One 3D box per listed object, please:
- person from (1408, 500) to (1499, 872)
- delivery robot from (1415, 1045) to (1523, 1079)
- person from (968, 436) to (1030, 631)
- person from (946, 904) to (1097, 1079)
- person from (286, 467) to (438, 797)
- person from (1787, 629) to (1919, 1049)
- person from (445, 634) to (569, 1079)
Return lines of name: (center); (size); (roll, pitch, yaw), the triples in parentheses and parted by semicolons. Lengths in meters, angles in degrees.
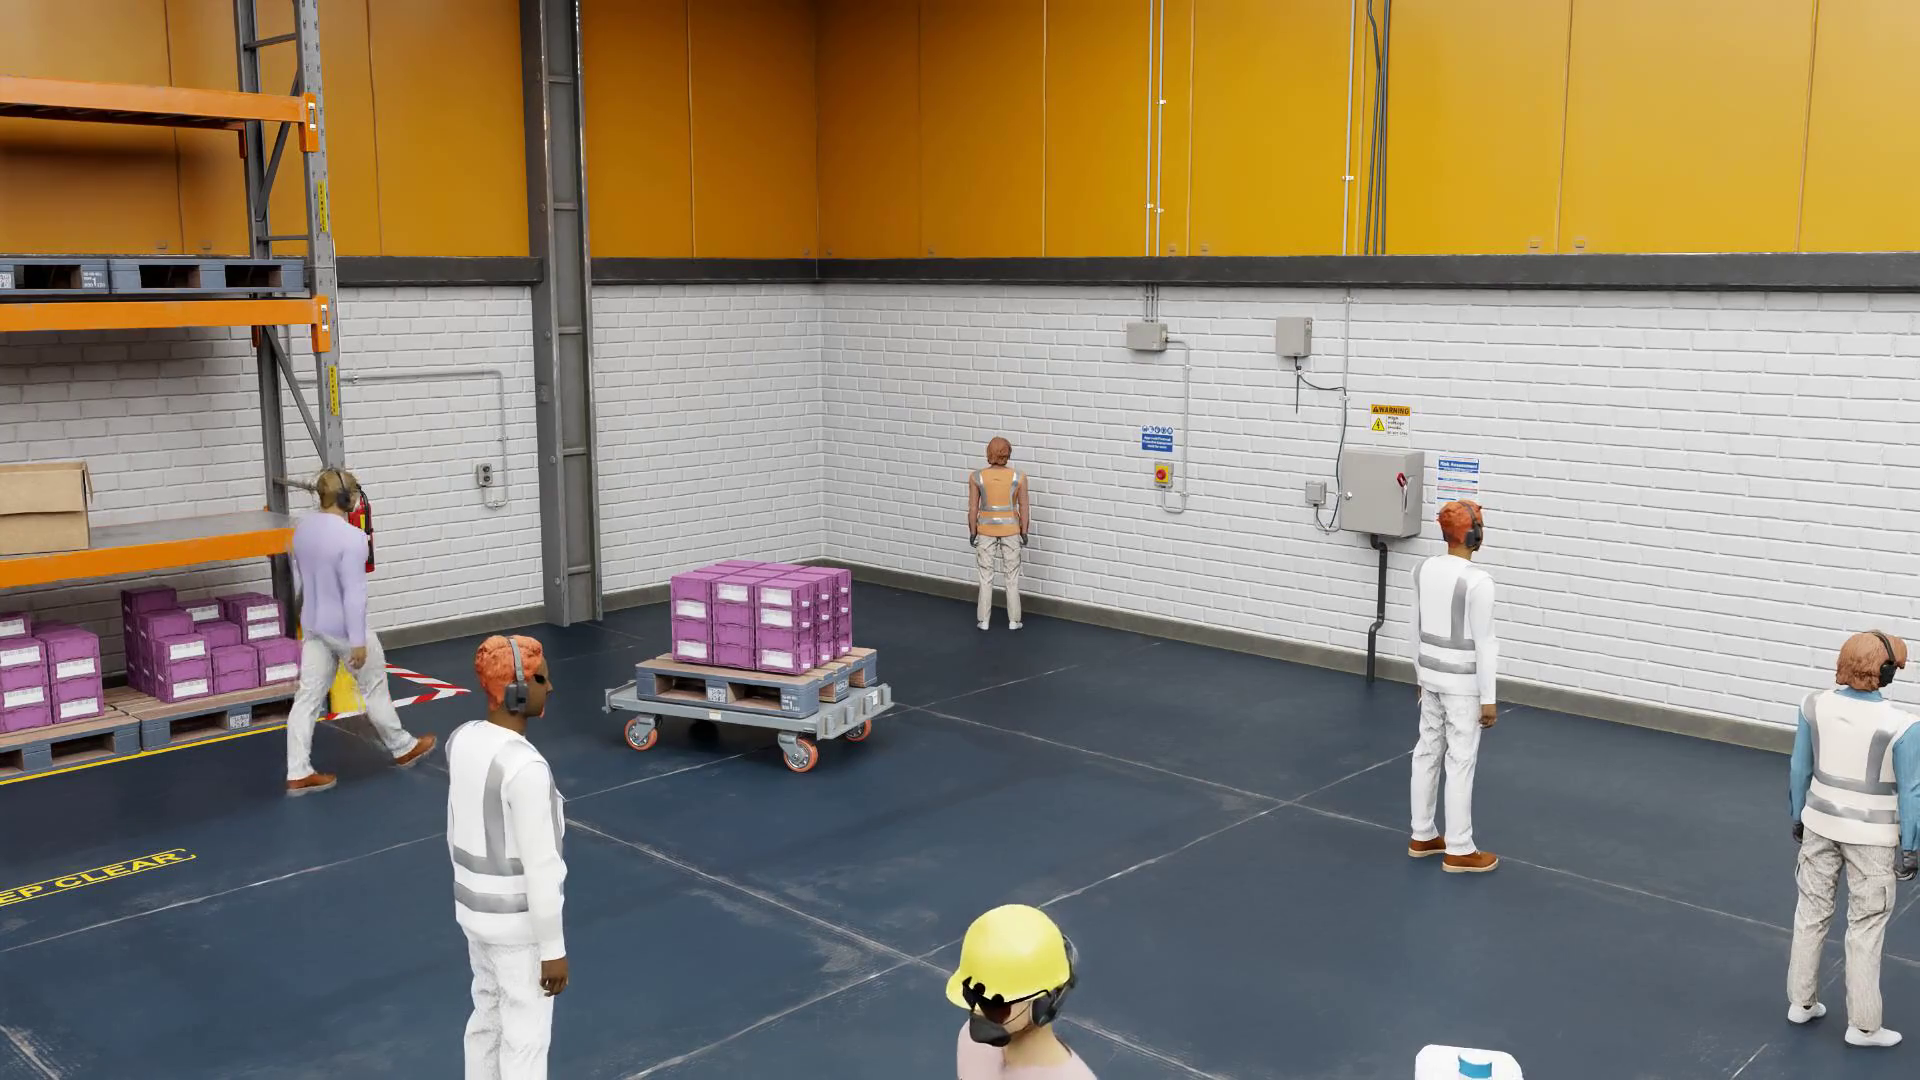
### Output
person: (2.504, 0.732, 8.413); (0.354, 1.884, 0.576); (-4, 10, -24)
delivery robot: (1.625, 1.861, 5.272); (0.477, 0.478, 0.707); (2, 9, 13)
person: (0.325, -0.043, 13.916); (0.521, 1.640, 0.307); (0, 9, 2)
person: (0.142, 1.602, 3.520); (0.396, 1.752, 0.525); (-5, 11, -29)
person: (-3.593, 0.508, 9.778); (0.651, 1.882, 1.003); (6, 11, 33)
person: (3.504, 1.162, 6.530); (0.311, 1.638, 0.521); (-5, 11, -30)
person: (-1.438, 1.231, 5.356); (0.337, 1.882, 0.585); (-8, 12, -40)
